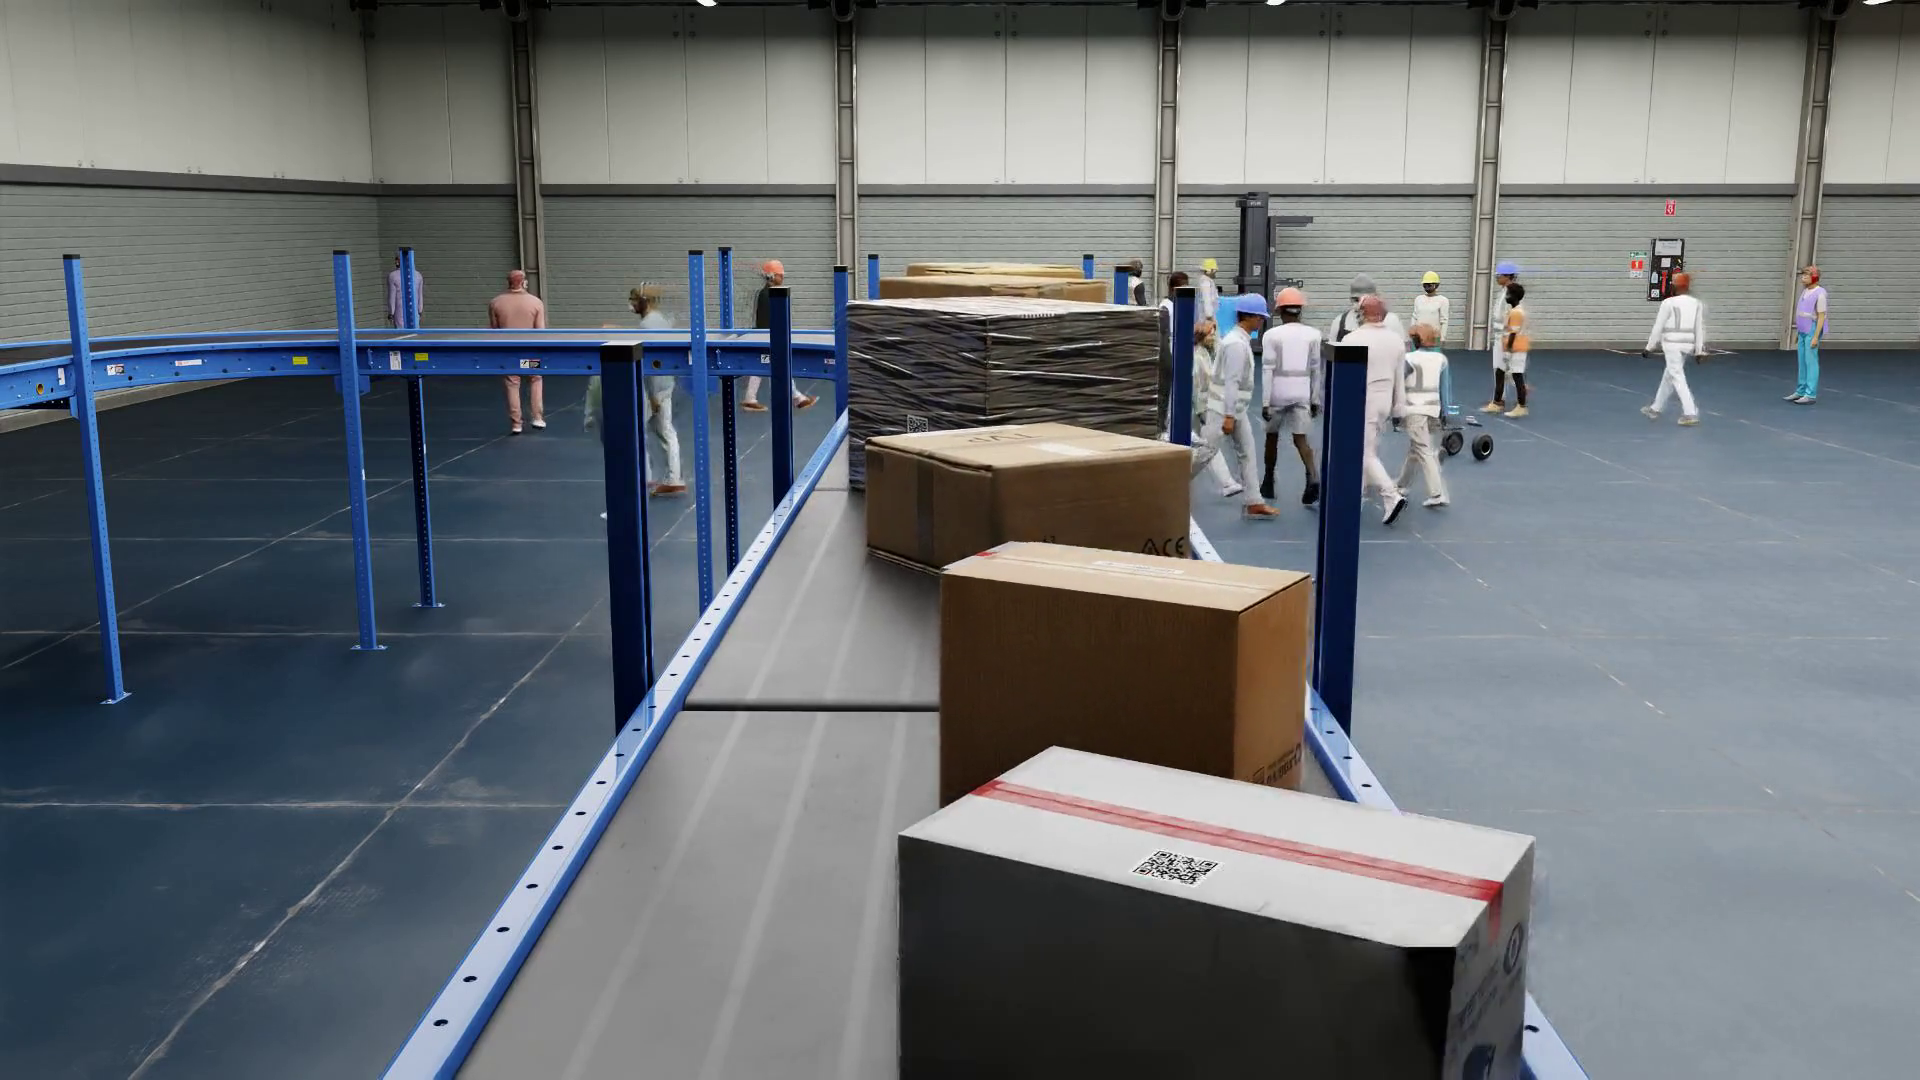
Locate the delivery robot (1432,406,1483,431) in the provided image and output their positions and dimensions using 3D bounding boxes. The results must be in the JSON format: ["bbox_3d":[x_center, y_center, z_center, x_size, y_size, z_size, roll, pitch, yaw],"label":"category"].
[{"bbox_3d":[5.140,-1.279,17.329,0.698,0.223,0.335,-6,13,-30],"label":"delivery robot"}]

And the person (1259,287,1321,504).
[{"bbox_3d":[2.923,-1.271,14.663,0.555,1.897,0.888,-2,11,-10],"label":"person"}]

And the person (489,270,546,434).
[{"bbox_3d":[-5.148,-2.203,19.458,0.660,1.881,0.775,-1,11,-7],"label":"person"}]

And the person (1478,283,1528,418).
[{"bbox_3d":[6.802,-2.368,20.810,0.683,1.671,0.553,3,11,15],"label":"person"}]

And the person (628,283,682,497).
[{"bbox_3d":[-2.825,-1.333,14.892,0.682,1.916,0.627,1,11,5],"label":"person"}]

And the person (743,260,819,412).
[{"bbox_3d":[-2.337,-2.609,21.381,1.051,1.932,0.643,0,11,2],"label":"person"}]

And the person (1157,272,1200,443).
[{"bbox_3d":[2.447,-2.009,18.405,0.714,1.893,0.633,8,14,36],"label":"person"}]

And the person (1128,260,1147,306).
[{"bbox_3d":[2.715,-3.470,26.099,0.447,1.830,0.655,-6,12,-27],"label":"person"}]

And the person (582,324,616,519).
[{"bbox_3d":[-2.925,-0.979,13.846,0.352,1.621,0.505,-11,15,-44],"label":"person"}]

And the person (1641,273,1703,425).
[{"bbox_3d":[8.742,-2.339,20.314,0.588,1.828,1.039,-5,12,-23],"label":"person"}]

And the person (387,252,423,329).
[{"bbox_3d":[-9.290,-3.845,27.820,0.409,1.913,0.642,9,14,38],"label":"person"}]

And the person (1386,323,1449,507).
[{"bbox_3d":[4.023,-1.100,14.569,0.507,1.592,0.906,-6,13,-30],"label":"person"}]

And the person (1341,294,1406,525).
[{"bbox_3d":[3.410,-1.088,13.752,0.636,1.873,0.893,-7,13,-32],"label":"person"}]

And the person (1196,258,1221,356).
[{"bbox_3d":[4.210,-3.952,28.685,0.899,1.794,0.603,3,11,13],"label":"person"}]

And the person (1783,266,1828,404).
[{"bbox_3d":[11.479,-2.765,22.461,0.391,1.837,0.563,1,11,3],"label":"person"}]

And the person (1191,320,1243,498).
[{"bbox_3d":[2.137,-1.139,14.722,0.872,1.589,0.534,6,12,26],"label":"person"}]

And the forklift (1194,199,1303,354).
[{"bbox_3d":[5.313,-4.851,30.603,1.873,2.768,1.129,0,11,1],"label":"forklift"}]

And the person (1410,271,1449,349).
[{"bbox_3d":[6.356,-2.754,22.583,0.524,1.770,0.315,10,15,43],"label":"person"}]

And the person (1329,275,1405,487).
[{"bbox_3d":[3.627,-1.428,15.173,0.691,2.000,0.991,10,15,40],"label":"person"}]

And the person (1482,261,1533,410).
[{"bbox_3d":[7.128,-2.650,21.620,0.517,1.932,0.631,1,11,4],"label":"person"}]

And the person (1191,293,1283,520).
[{"bbox_3d":[2.166,-1.105,13.815,0.993,1.899,0.638,3,11,16],"label":"person"}]
